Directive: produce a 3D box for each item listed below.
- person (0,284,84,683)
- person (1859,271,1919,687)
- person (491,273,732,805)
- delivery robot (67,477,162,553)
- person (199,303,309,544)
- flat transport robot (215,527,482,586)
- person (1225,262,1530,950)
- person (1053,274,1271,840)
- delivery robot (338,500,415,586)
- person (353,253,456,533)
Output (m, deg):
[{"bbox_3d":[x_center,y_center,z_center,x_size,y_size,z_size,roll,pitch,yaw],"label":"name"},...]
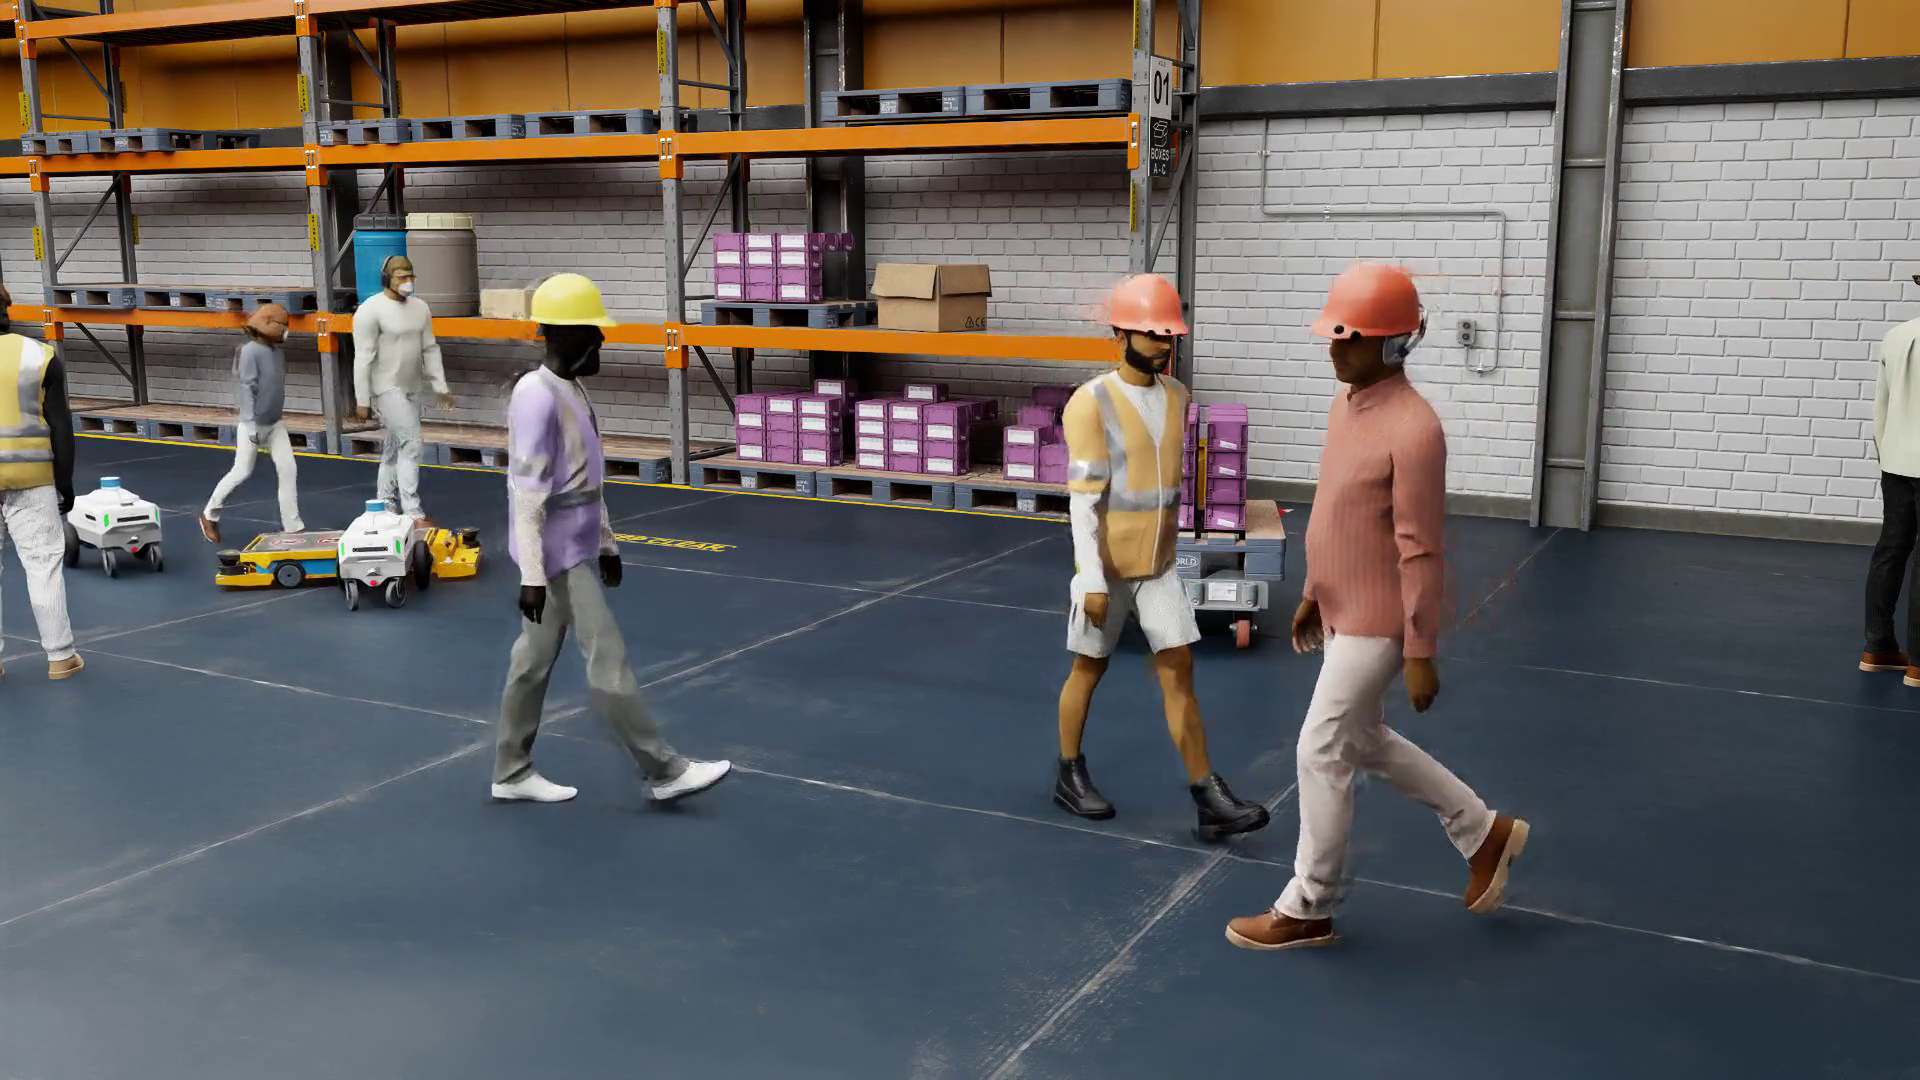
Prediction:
[{"bbox_3d":[-4.341,-0.255,7.530,0.624,1.841,0.430,-4,11,-21],"label":"person"},{"bbox_3d":[4.395,-0.336,7.536,0.379,1.996,0.609,-2,10,-9],"label":"person"},{"bbox_3d":[-1.263,0.026,5.838,0.925,1.884,0.612,-1,10,-5],"label":"person"},{"bbox_3d":[-5.180,-0.143,10.173,0.477,0.478,0.707,-10,15,-44],"label":"delivery robot"},{"bbox_3d":[-4.669,-0.766,10.976,0.795,1.592,0.573,2,10,9],"label":"person"},{"bbox_3d":[-3.623,0.088,9.942,1.431,0.197,0.652,-2,11,-13],"label":"flat transport robot"},{"bbox_3d":[1.218,0.205,4.663,0.822,1.965,0.626,0,10,-1],"label":"person"},{"bbox_3d":[0.631,0.079,5.547,0.562,1.888,0.946,-7,13,-35],"label":"person"},{"bbox_3d":[-3.252,0.019,9.287,0.477,0.478,0.707,-2,11,-13],"label":"delivery robot"},{"bbox_3d":[-3.740,-0.978,11.299,0.756,1.903,0.619,3,11,18],"label":"person"}]
